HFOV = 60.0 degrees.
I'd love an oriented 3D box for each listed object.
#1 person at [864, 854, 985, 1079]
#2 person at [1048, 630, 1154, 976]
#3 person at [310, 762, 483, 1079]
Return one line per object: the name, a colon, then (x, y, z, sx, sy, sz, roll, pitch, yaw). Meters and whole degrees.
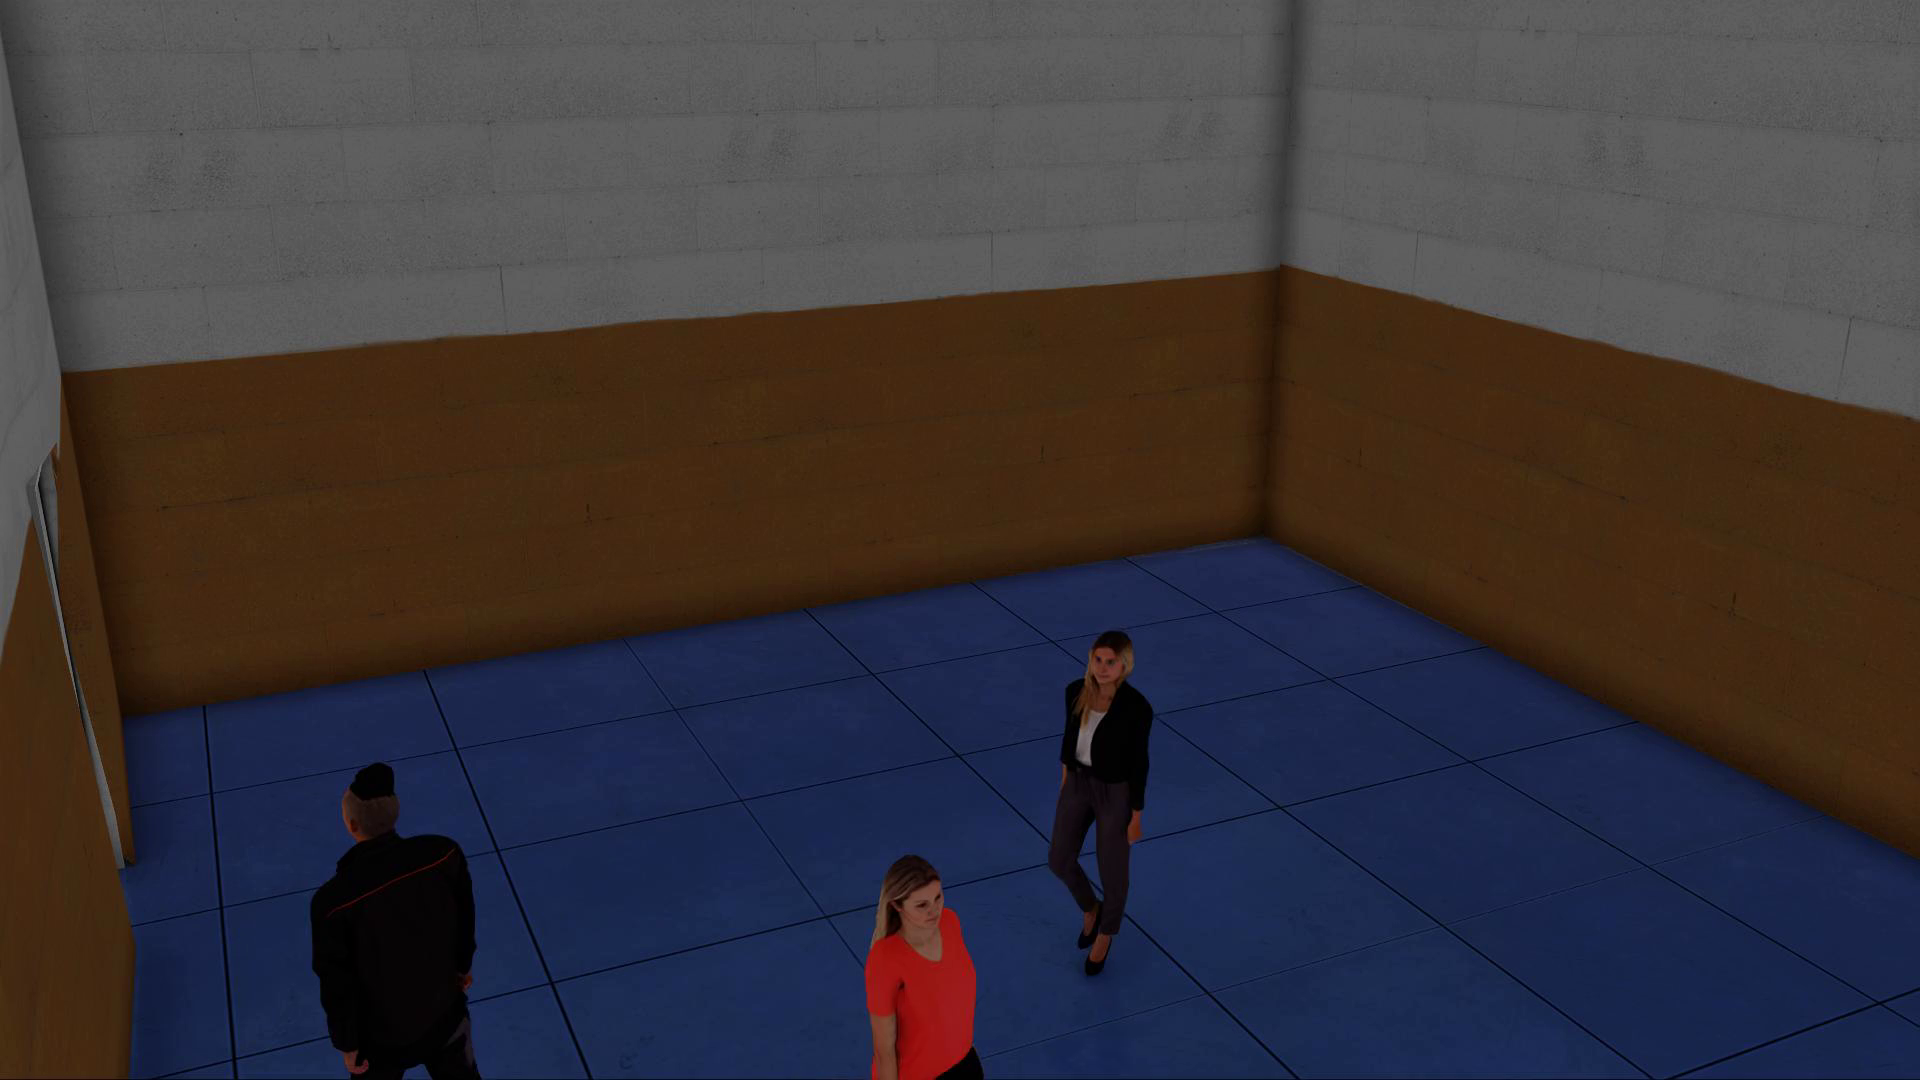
person: (-0.197, 1.785, 5.601, 0.837, 1.679, 0.795, 13, 23, 34)
person: (0.671, 1.160, 7.480, 0.713, 1.662, 0.733, 12, 22, 32)
person: (-1.890, 1.616, 5.808, 1.091, 1.844, 1.007, -17, 25, -40)
